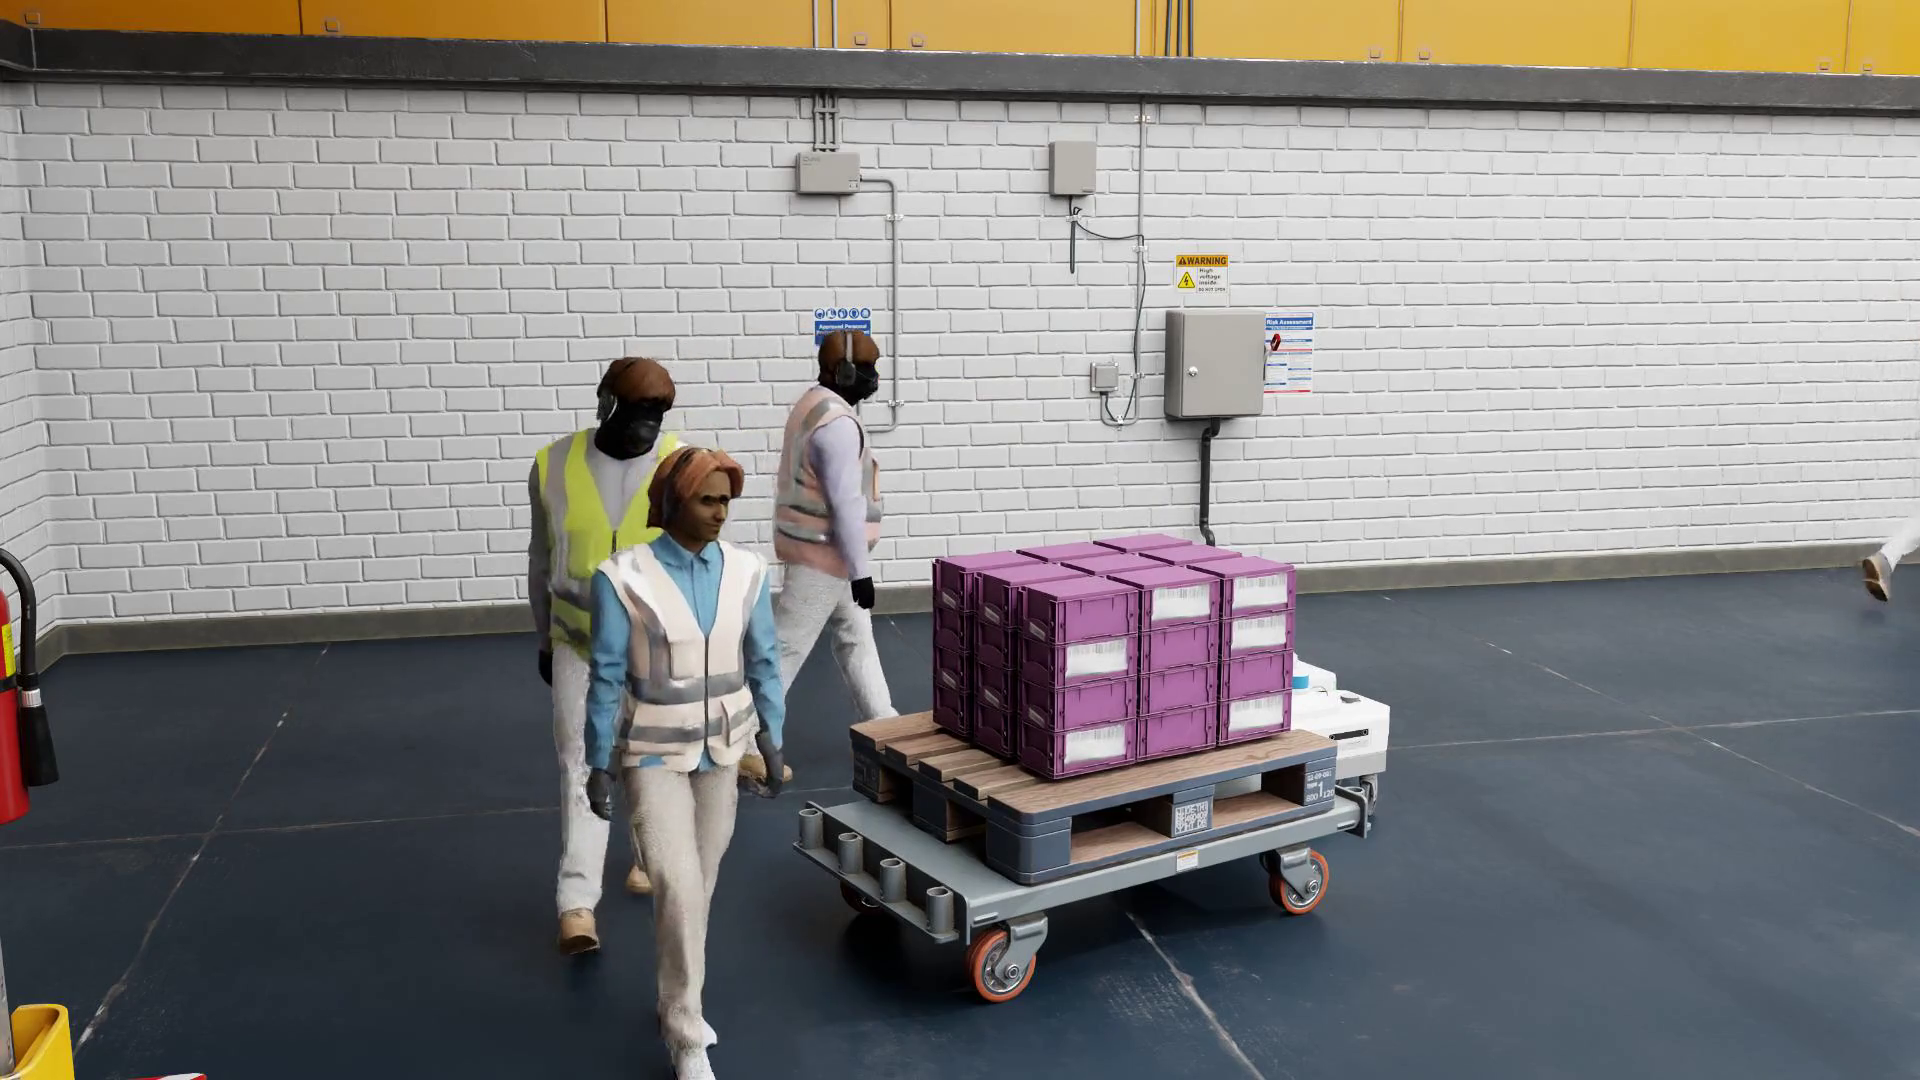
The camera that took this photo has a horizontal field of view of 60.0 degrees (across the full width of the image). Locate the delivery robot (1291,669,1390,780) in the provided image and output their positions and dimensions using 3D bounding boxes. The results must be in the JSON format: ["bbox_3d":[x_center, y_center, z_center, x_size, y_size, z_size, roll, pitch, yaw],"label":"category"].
[{"bbox_3d":[1.226,0.717,6.114,0.707,0.478,0.477,-5,11,-26],"label":"delivery robot"}]

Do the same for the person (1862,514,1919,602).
[{"bbox_3d":[5.653,-0.494,9.484,0.751,1.858,0.578,-1,10,-8],"label":"person"}]

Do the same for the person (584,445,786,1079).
[{"bbox_3d":[-0.648,0.575,4.205,0.527,1.610,0.667,-8,13,-39],"label":"person"}]

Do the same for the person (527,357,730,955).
[{"bbox_3d":[-1.026,0.330,5.127,0.648,1.775,0.987,0,10,-2],"label":"person"}]

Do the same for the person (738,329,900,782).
[{"bbox_3d":[-0.538,0.066,6.605,0.924,1.795,0.654,-2,10,-12],"label":"person"}]

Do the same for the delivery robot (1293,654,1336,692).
[{"bbox_3d":[1.215,0.585,6.845,0.477,0.478,0.707,-5,11,-26],"label":"delivery robot"}]
